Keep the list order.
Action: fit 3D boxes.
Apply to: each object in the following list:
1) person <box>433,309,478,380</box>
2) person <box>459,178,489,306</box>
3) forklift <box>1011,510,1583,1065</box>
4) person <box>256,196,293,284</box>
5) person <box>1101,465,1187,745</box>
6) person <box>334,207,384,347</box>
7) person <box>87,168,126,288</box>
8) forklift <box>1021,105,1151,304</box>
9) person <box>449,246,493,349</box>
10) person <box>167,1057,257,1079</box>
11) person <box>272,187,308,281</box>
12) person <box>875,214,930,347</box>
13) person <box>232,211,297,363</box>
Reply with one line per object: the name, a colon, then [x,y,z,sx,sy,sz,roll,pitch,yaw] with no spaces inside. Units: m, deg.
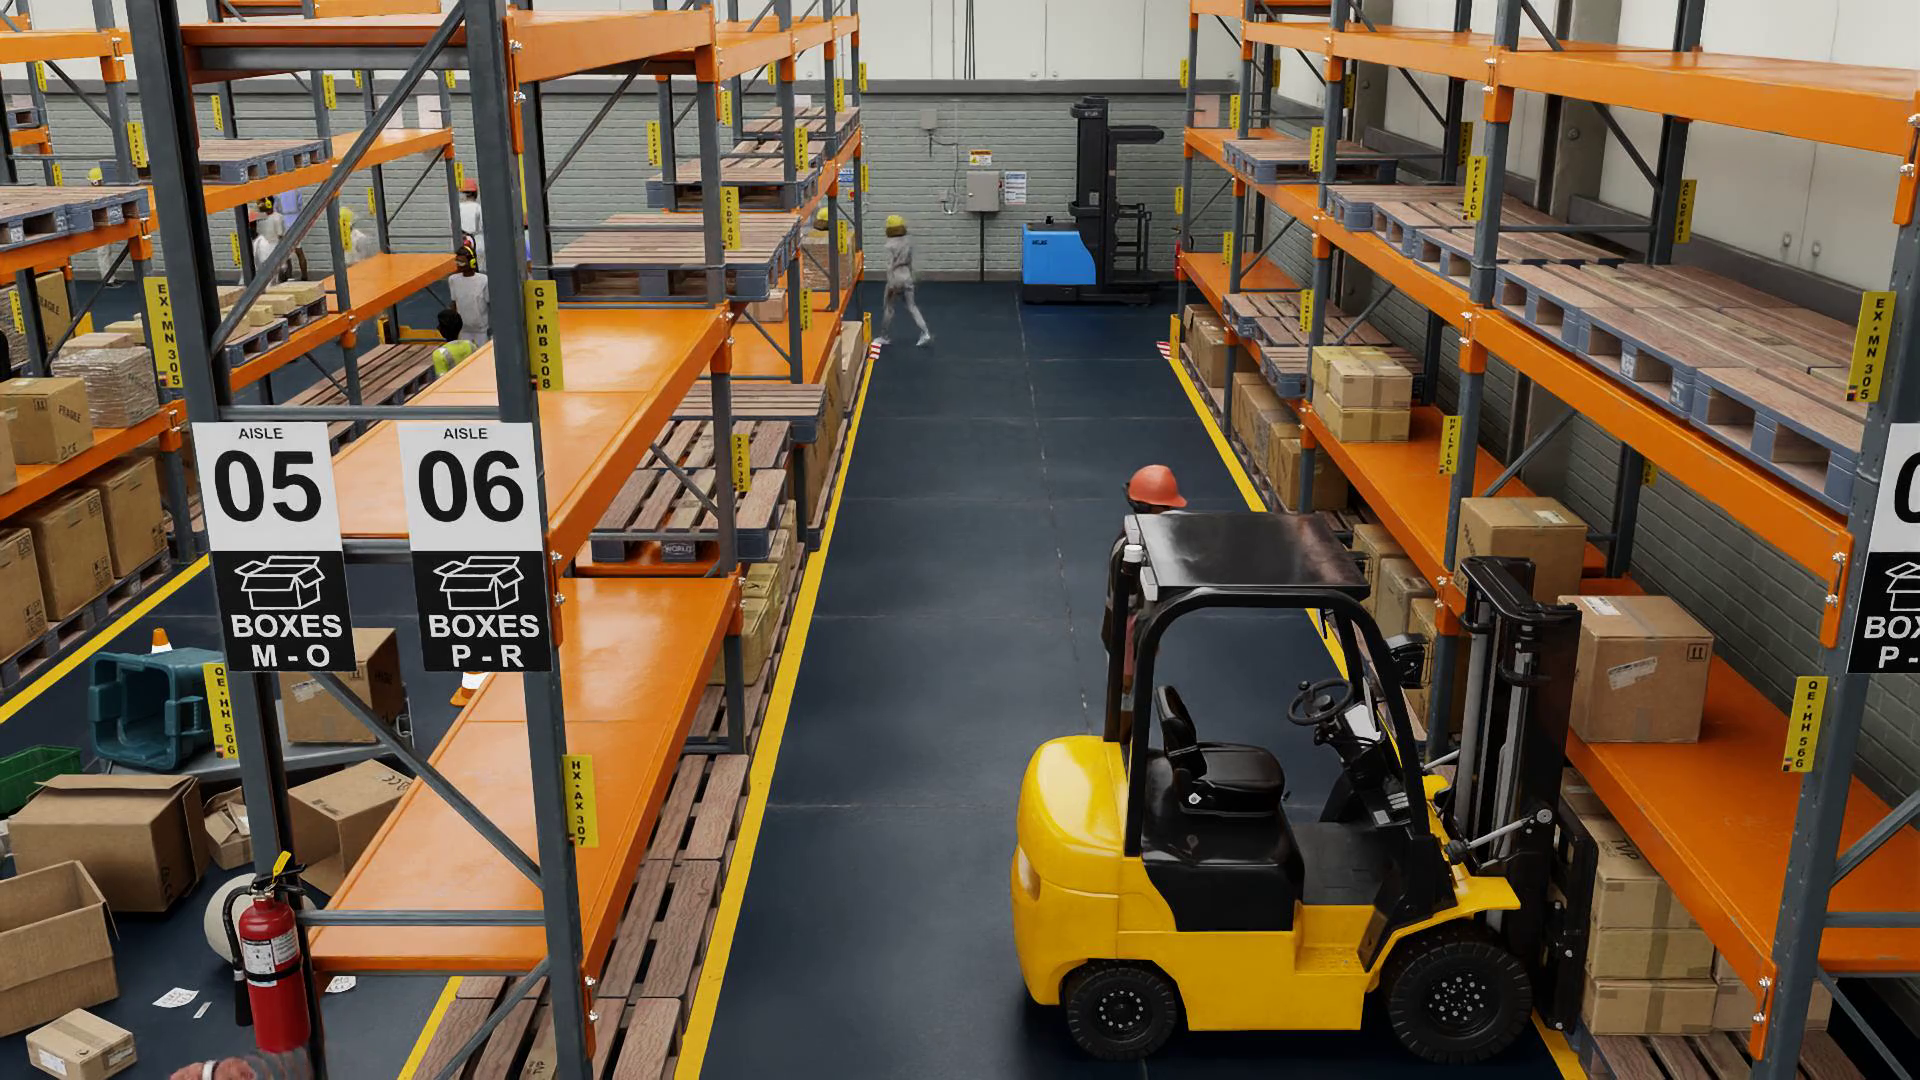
person: [-4.573,-1.253,15.136,0.317,1.696,0.538,7,20,21]
person: [-6.936,-4.200,23.758,0.569,1.887,1.016,3,19,9]
forklift: [1.387,1.055,7.378,2.313,2.155,1.214,0,18,0]
person: [-9.271,-3.796,22.590,0.387,1.855,0.562,-12,22,-33]
person: [0.997,0.566,9.124,0.432,2.034,0.601,6,19,17]
person: [-7.861,-3.469,21.698,0.596,1.788,0.931,14,23,35]
person: [-13.223,-4.822,25.710,0.404,1.835,0.589,-5,19,-15]
forklift: [1.857,-4.944,24.441,1.873,2.768,1.129,0,18,0]
person: [-5.192,-2.211,17.774,0.521,1.864,0.335,2,18,6]
person: [-1.936,2.200,4.405,0.827,1.880,0.655,-3,19,-10]
person: [-10.314,-4.807,25.502,0.354,1.939,0.545,16,24,39]
person: [-0.730,-3.331,21.427,0.842,1.701,0.511,17,25,42]
person: [-8.570,-3.097,20.415,0.571,1.892,0.559,-16,24,-40]
